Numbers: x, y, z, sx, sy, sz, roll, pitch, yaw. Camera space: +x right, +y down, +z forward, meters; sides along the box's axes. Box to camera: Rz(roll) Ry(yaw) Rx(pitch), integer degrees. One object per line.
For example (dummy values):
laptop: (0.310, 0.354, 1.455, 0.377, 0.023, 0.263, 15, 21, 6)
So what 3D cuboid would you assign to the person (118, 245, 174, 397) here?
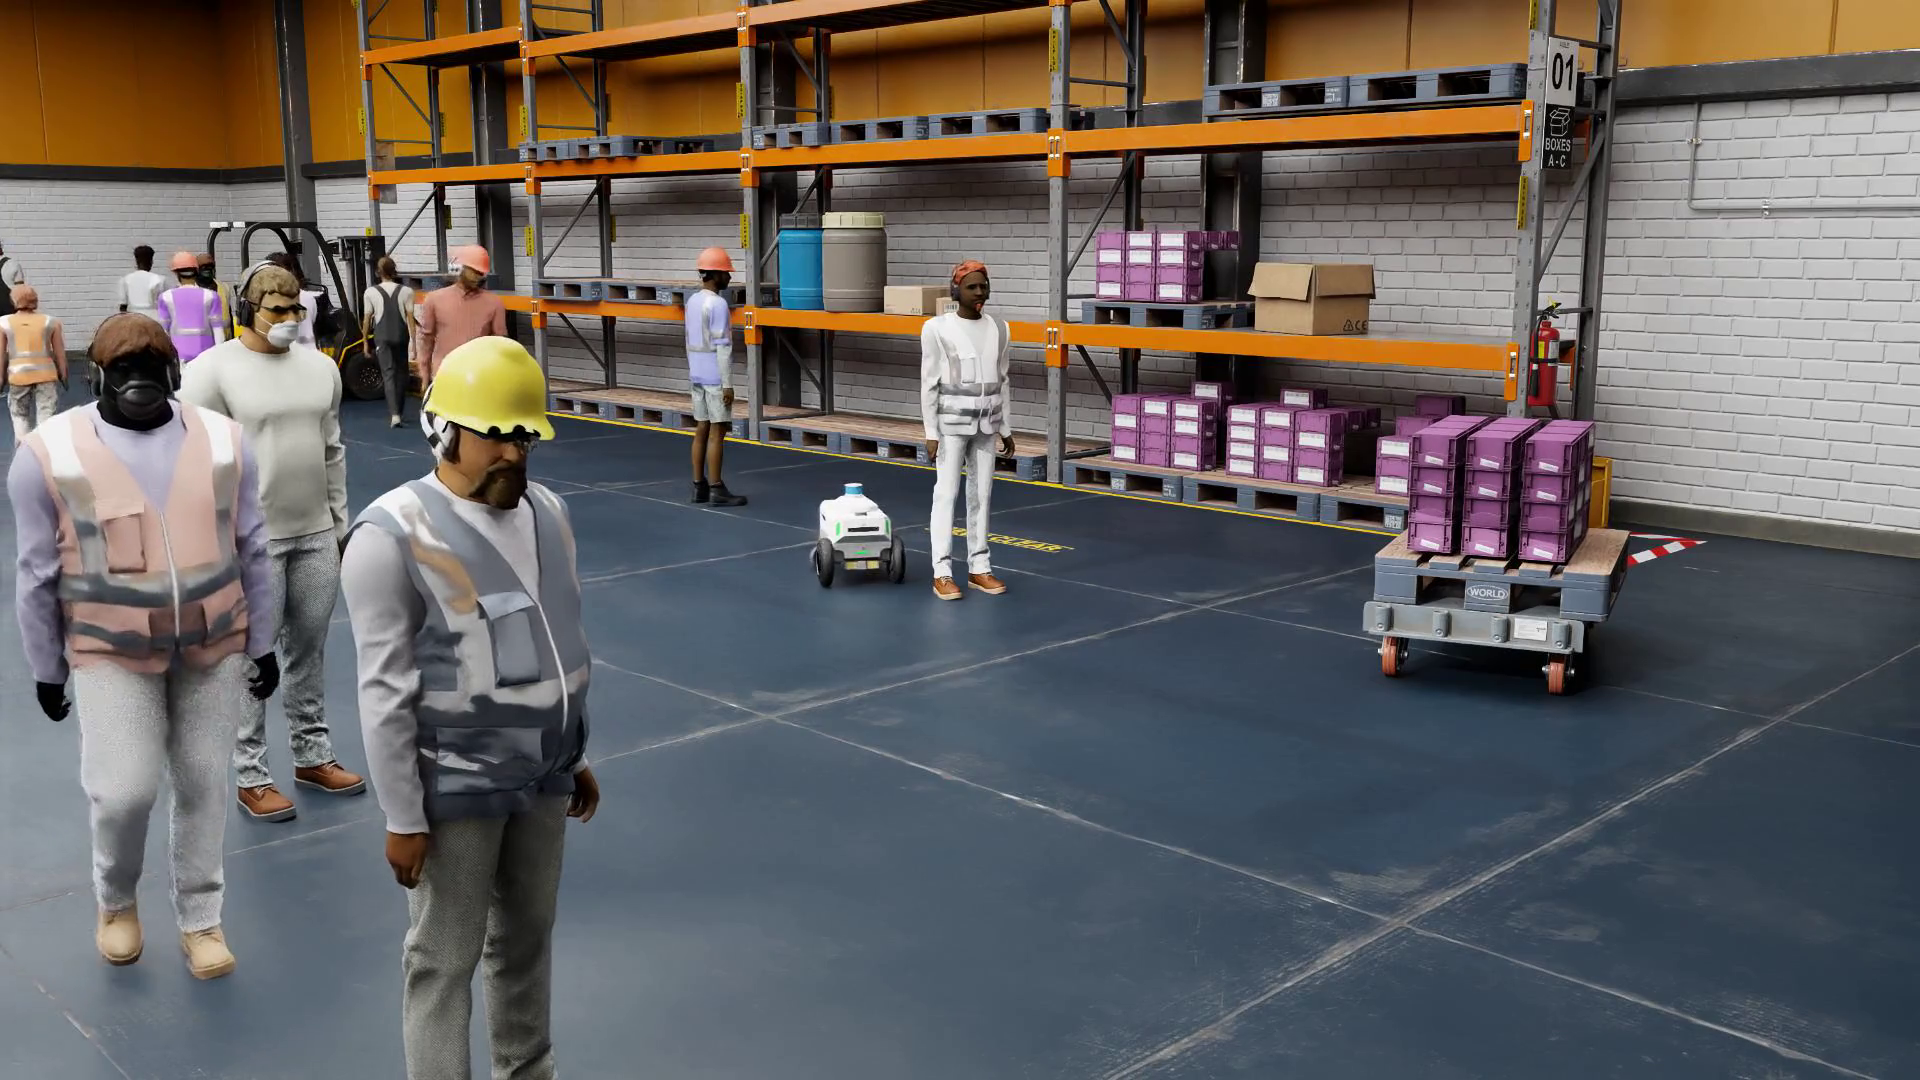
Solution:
person: (-9.939, -2.636, 20.297, 0.590, 1.917, 1.039, 1, 10, 8)

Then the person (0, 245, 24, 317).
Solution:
person: (-14.181, -3.500, 24.631, 0.763, 2.000, 0.537, -5, 12, -25)

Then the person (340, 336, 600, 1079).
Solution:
person: (-0.971, 0.489, 3.474, 0.403, 1.822, 0.588, 5, 12, 26)

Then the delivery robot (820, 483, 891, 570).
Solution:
delivery robot: (-0.625, -0.092, 9.847, 0.477, 0.478, 0.707, -2, 11, -12)

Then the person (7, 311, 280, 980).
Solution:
person: (-2.170, 0.300, 4.507, 0.626, 1.829, 0.437, -9, 14, -40)

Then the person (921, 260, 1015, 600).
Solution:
person: (0.048, -0.613, 9.321, 0.572, 1.883, 0.356, -6, 12, -31)

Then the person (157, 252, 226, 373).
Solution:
person: (-7.023, -1.692, 15.250, 0.566, 1.874, 1.003, -4, 11, -20)

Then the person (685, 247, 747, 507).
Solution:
person: (-1.830, -1.217, 12.465, 0.373, 1.934, 0.551, -7, 13, -34)

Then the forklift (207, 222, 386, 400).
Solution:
forklift: (-8.169, -2.758, 20.163, 2.313, 2.155, 1.214, -10, 14, -44)

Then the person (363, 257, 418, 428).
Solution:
person: (-6.059, -2.105, 17.705, 0.531, 1.798, 0.988, -4, 11, -23)

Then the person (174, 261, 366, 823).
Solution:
person: (-2.391, -0.002, 5.848, 0.373, 1.935, 0.628, 6, 12, 29)

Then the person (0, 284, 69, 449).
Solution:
person: (-7.725, -1.314, 13.856, 0.542, 1.623, 0.481, -6, 12, -29)

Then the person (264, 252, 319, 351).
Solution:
person: (-5.386, -1.391, 13.545, 0.664, 1.894, 0.624, 3, 11, 18)

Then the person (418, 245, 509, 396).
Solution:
person: (-3.715, -1.236, 12.521, 0.635, 1.946, 0.616, -6, 12, -29)

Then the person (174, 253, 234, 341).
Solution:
person: (-7.582, -1.962, 16.794, 0.429, 1.840, 0.630, 6, 12, 32)
